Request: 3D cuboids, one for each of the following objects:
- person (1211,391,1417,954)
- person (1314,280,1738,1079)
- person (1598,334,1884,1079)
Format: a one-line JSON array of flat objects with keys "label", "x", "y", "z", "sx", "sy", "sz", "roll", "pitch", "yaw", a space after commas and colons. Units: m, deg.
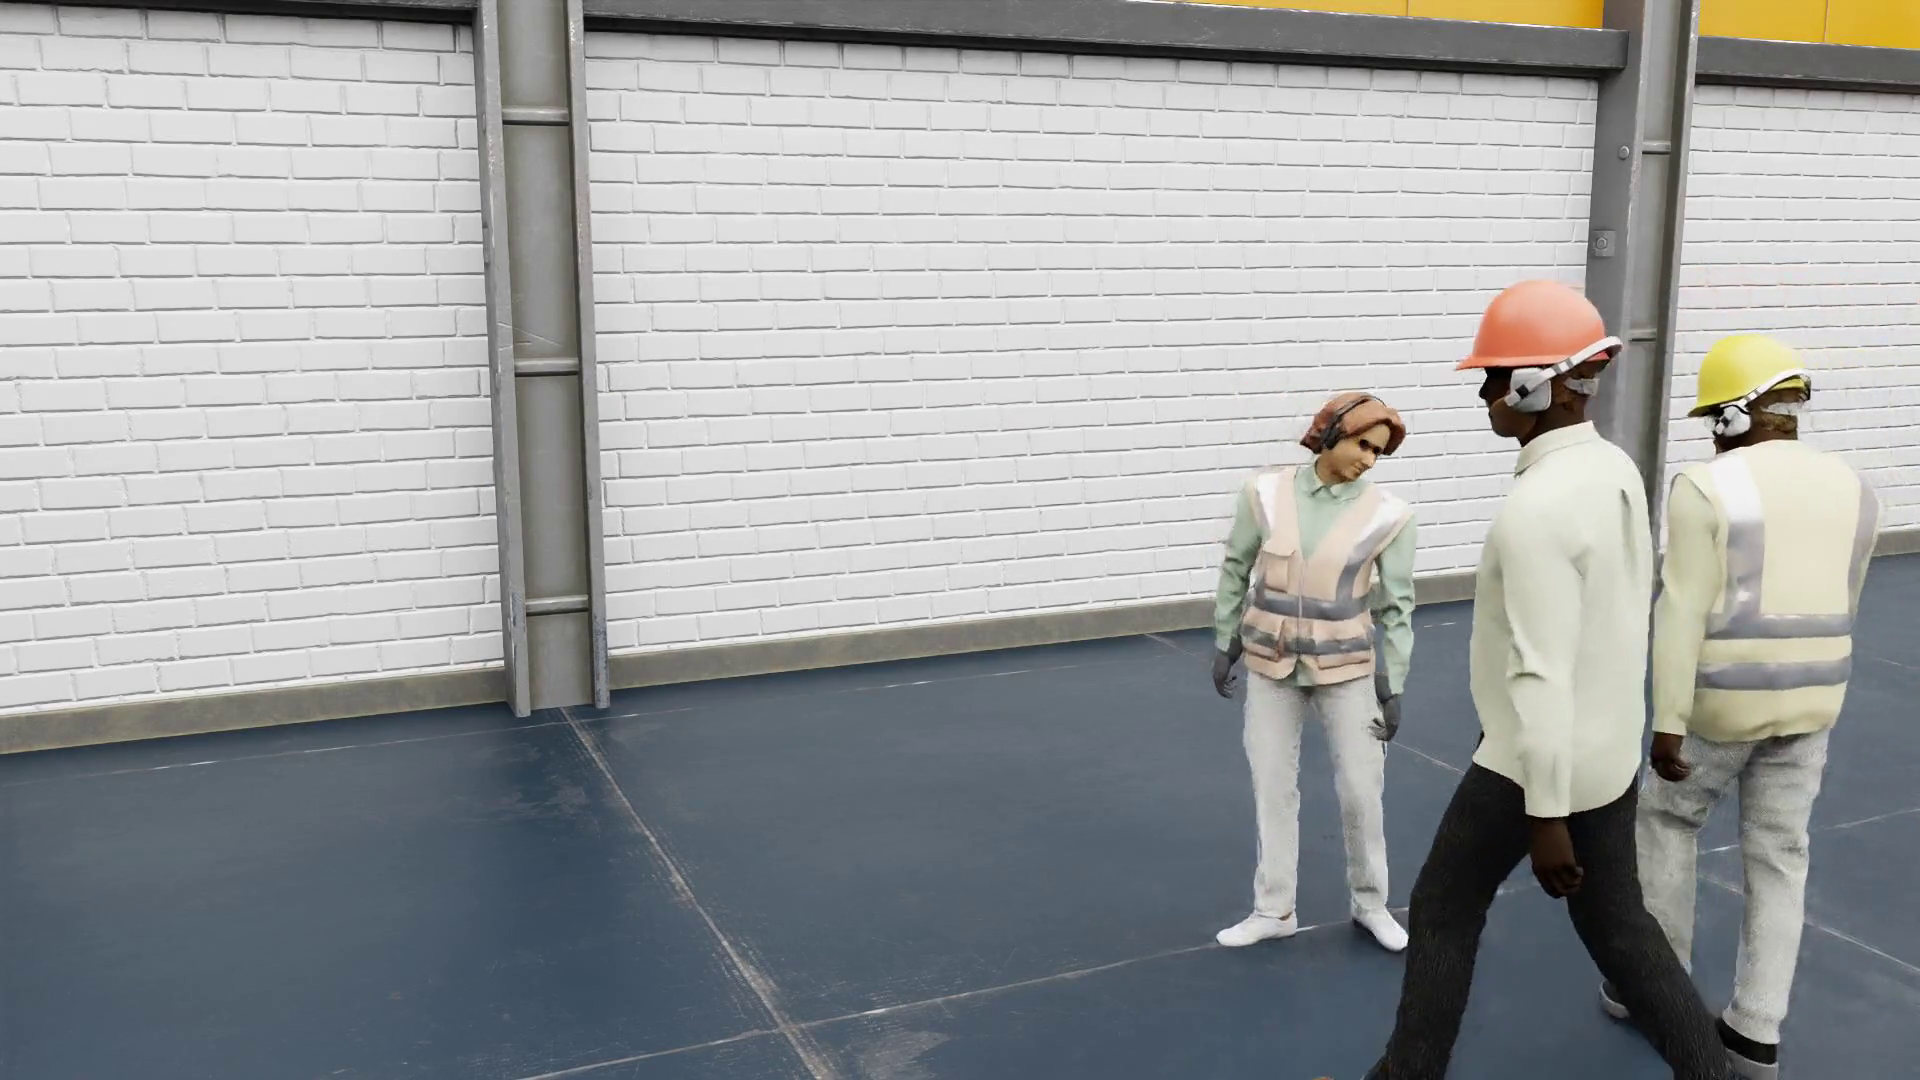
[{"label": "person", "x": 1.013, "y": 0.385, "z": 4.680, "sx": 0.604, "sy": 1.612, "sz": 0.351, "roll": 5, "pitch": 11, "yaw": 26}, {"label": "person", "x": 1.270, "y": 0.438, "z": 3.463, "sx": 0.977, "sy": 1.946, "sz": 0.589, "roll": 9, "pitch": 14, "yaw": 42}, {"label": "person", "x": 1.917, "y": 0.395, "z": 4.119, "sx": 0.614, "sy": 1.787, "sz": 0.633, "roll": -2, "pitch": 11, "yaw": -13}]
